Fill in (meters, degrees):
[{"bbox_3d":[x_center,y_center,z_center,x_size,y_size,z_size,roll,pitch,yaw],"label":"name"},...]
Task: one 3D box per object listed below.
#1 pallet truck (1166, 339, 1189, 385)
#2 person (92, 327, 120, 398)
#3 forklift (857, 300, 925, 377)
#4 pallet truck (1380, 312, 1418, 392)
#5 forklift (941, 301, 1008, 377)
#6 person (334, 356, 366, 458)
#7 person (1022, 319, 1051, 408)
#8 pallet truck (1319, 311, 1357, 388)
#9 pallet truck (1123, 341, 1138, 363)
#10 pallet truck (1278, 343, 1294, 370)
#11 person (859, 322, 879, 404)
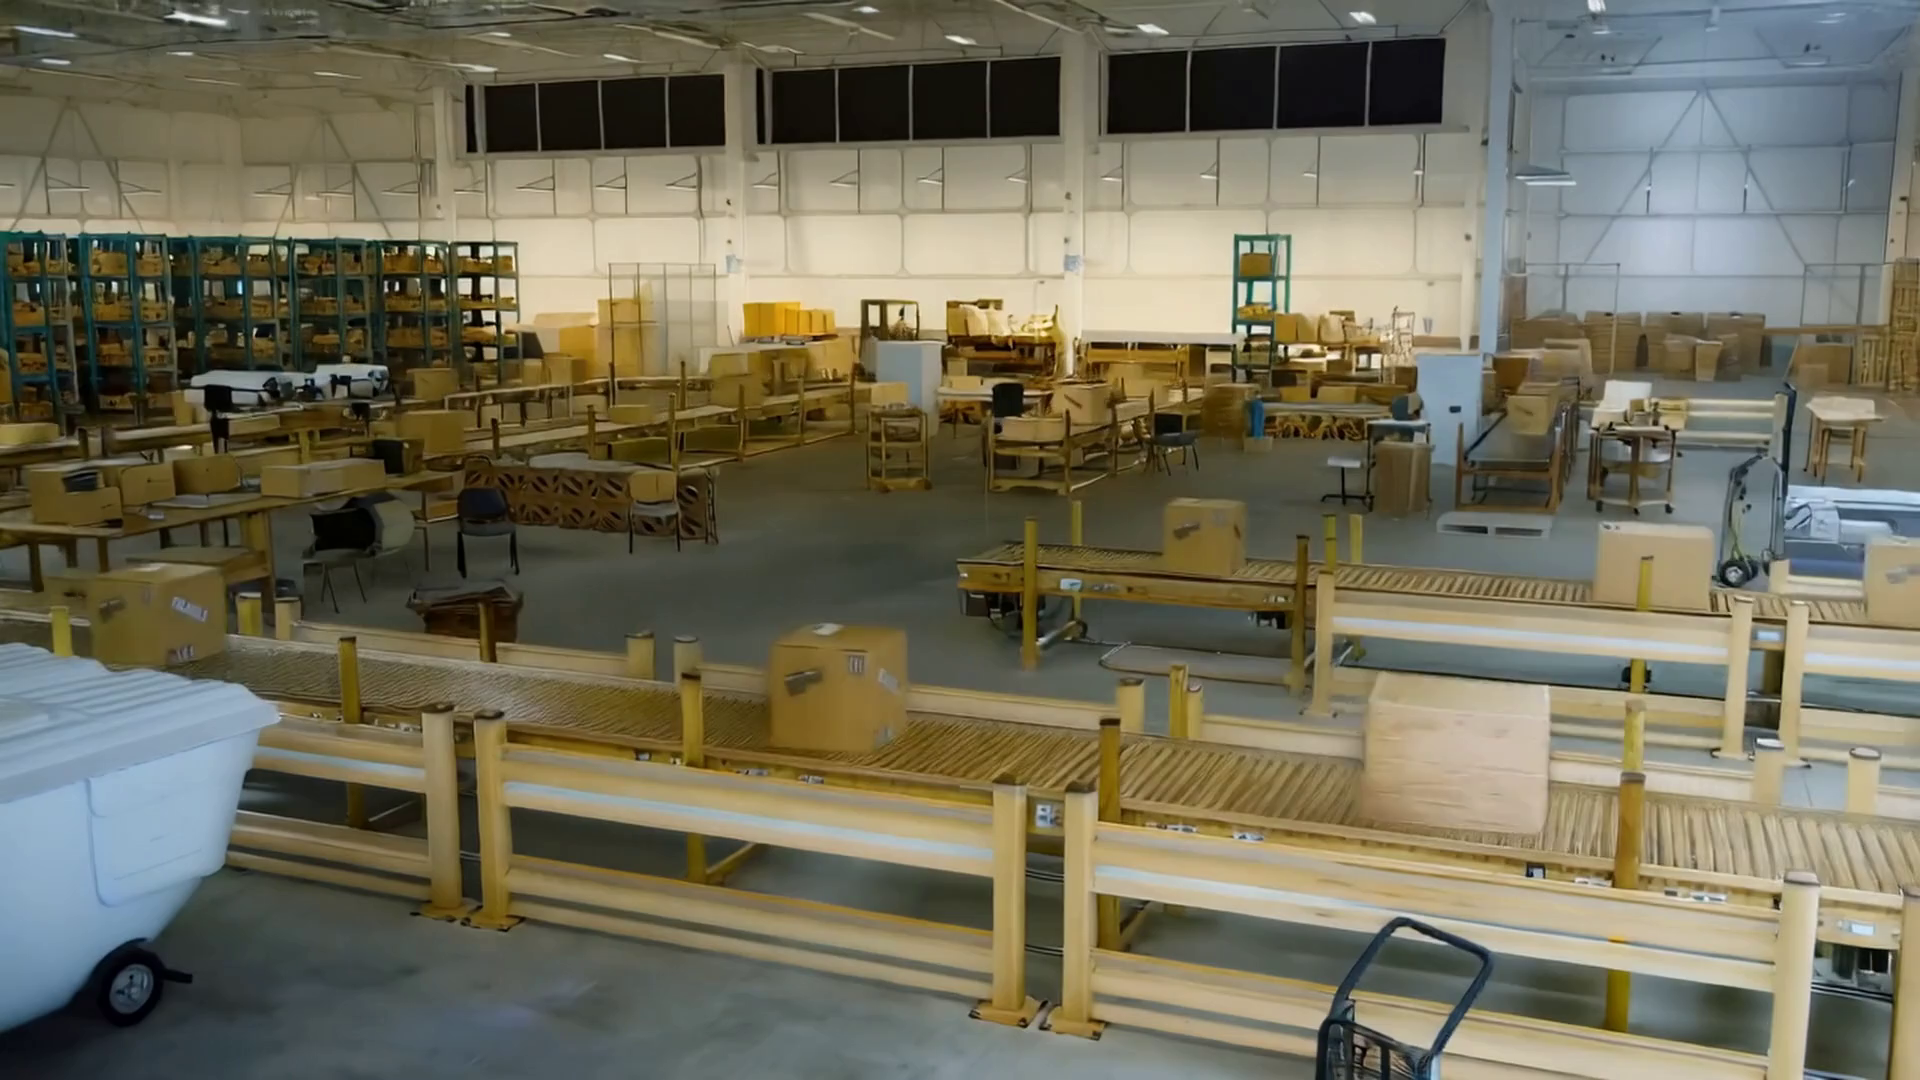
[{"bbox_3d":[5.418,-4.269,40.420,0.704,1.261,1.522,3,10,20],"label":"pallet truck"},{"bbox_3d":[-19.229,-4.013,37.344,0.583,1.791,0.961,6,11,34],"label":"person"},{"bbox_3d":[-1.732,-5.109,42.468,1.157,1.987,2.680,4,10,22],"label":"forklift"},{"bbox_3d":[10.207,-4.283,38.369,0.823,1.965,1.885,3,10,20],"label":"pallet truck"},{"bbox_3d":[0.365,-4.966,41.571,1.157,1.987,2.680,3,10,20],"label":"forklift"},{"bbox_3d":[-8.606,-1.720,23.558,0.549,1.766,0.342,4,10,24],"label":"person"},{"bbox_3d":[1.428,-3.181,31.556,0.607,2.044,0.378,6,11,33],"label":"person"},{"bbox_3d":[9.071,-4.419,39.190,0.823,1.965,1.885,5,10,26],"label":"pallet truck"},{"bbox_3d":[4.445,-4.380,41.279,0.680,1.201,1.601,4,10,22],"label":"pallet truck"},{"bbox_3d":[7.886,-4.163,39.743,0.653,1.274,1.630,4,10,22],"label":"pallet truck"},{"bbox_3d":[-1.809,-3.571,34.389,0.750,1.885,0.649,-2,10,-11],"label":"person"}]
